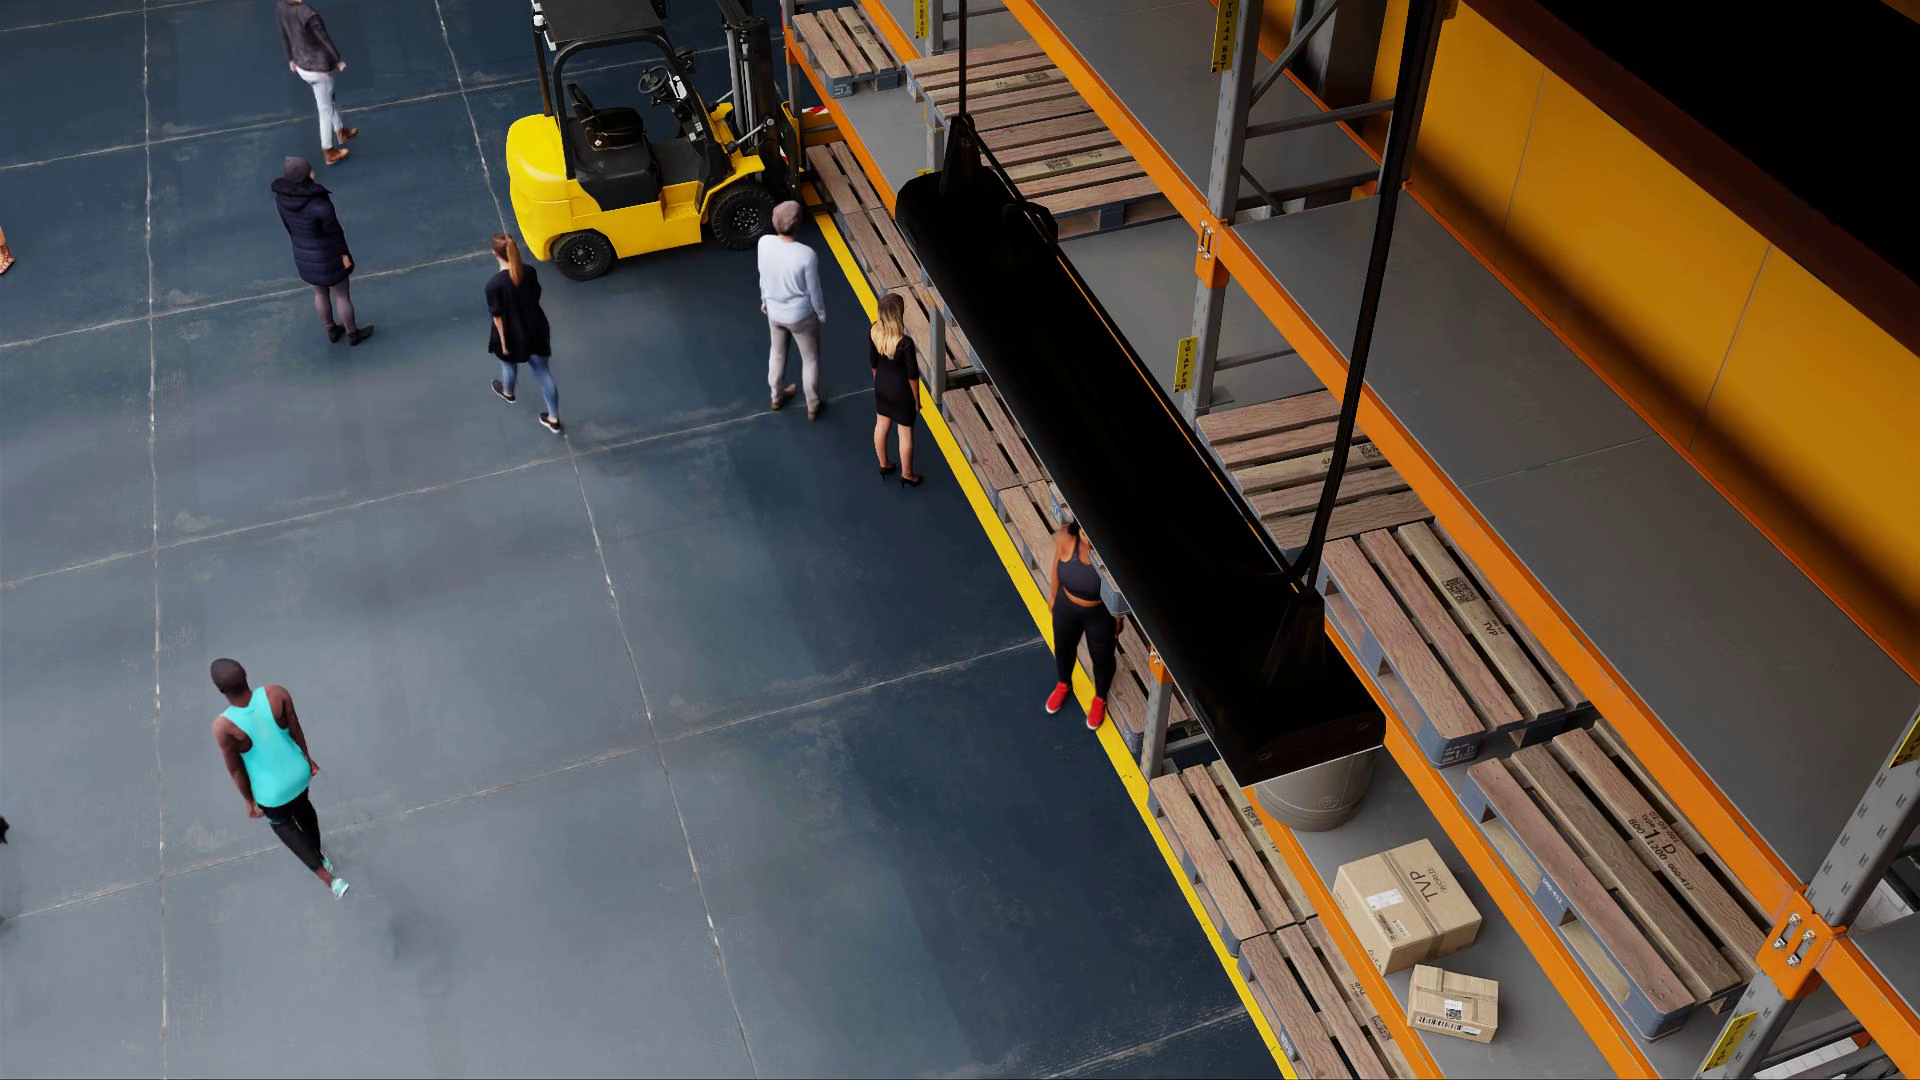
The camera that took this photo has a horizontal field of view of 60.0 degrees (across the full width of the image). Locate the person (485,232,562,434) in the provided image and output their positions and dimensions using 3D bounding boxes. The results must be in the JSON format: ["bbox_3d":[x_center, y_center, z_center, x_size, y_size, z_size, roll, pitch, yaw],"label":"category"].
[{"bbox_3d":[-3.202,-1.492,12.385,0.885,1.654,1.090,-34,53,-30],"label":"person"}]

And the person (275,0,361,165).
[{"bbox_3d":[-5.948,-4.268,15.179,0.905,1.819,0.952,23,48,23],"label":"person"}]

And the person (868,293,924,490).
[{"bbox_3d":[-0.468,-1.061,11.915,0.565,1.677,0.670,27,50,26],"label":"person"}]

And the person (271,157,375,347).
[{"bbox_3d":[-5.080,-2.285,13.203,0.793,1.672,0.840,13,45,13],"label":"person"}]

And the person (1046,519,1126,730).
[{"bbox_3d":[0.790,0.410,10.271,0.767,1.815,0.829,18,47,18],"label":"person"}]

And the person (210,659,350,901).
[{"bbox_3d":[-3.717,1.388,9.271,1.026,1.779,0.871,33,53,30],"label":"person"}]

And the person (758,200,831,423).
[{"bbox_3d":[-1.249,-1.667,12.401,0.782,1.884,0.848,17,46,17],"label":"person"}]
